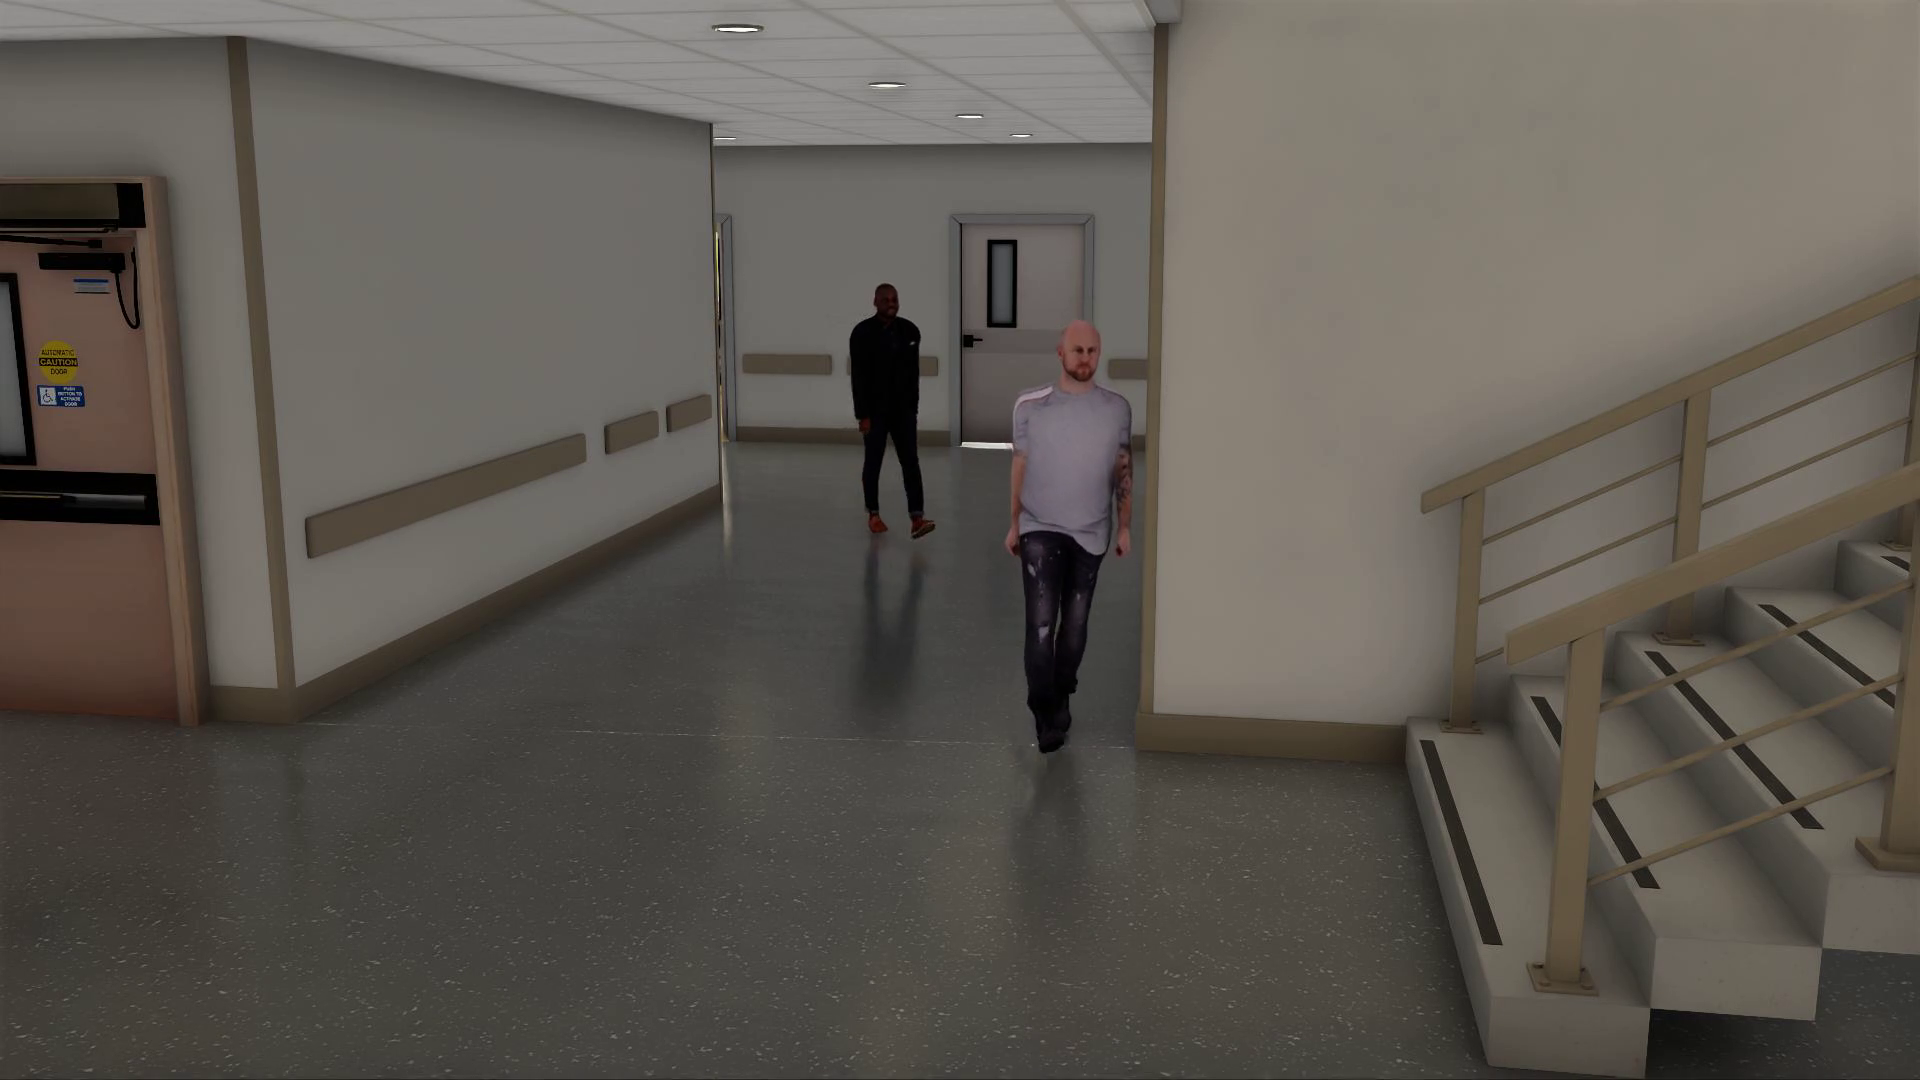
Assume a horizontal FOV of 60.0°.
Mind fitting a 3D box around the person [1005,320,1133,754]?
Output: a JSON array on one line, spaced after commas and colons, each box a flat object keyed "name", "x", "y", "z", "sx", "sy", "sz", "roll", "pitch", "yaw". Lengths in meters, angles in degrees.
[{"name": "person", "x": 0.449, "y": -0.028, "z": 7.180, "sx": 1.144, "sy": 1.797, "sz": 0.959, "roll": -1, "pitch": 11, "yaw": -5}]

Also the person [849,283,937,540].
[{"name": "person", "x": -0.550, "y": -0.902, "z": 11.820, "sx": 1.166, "sy": 1.783, "sz": 1.125, "roll": -4, "pitch": 12, "yaw": -22}]
